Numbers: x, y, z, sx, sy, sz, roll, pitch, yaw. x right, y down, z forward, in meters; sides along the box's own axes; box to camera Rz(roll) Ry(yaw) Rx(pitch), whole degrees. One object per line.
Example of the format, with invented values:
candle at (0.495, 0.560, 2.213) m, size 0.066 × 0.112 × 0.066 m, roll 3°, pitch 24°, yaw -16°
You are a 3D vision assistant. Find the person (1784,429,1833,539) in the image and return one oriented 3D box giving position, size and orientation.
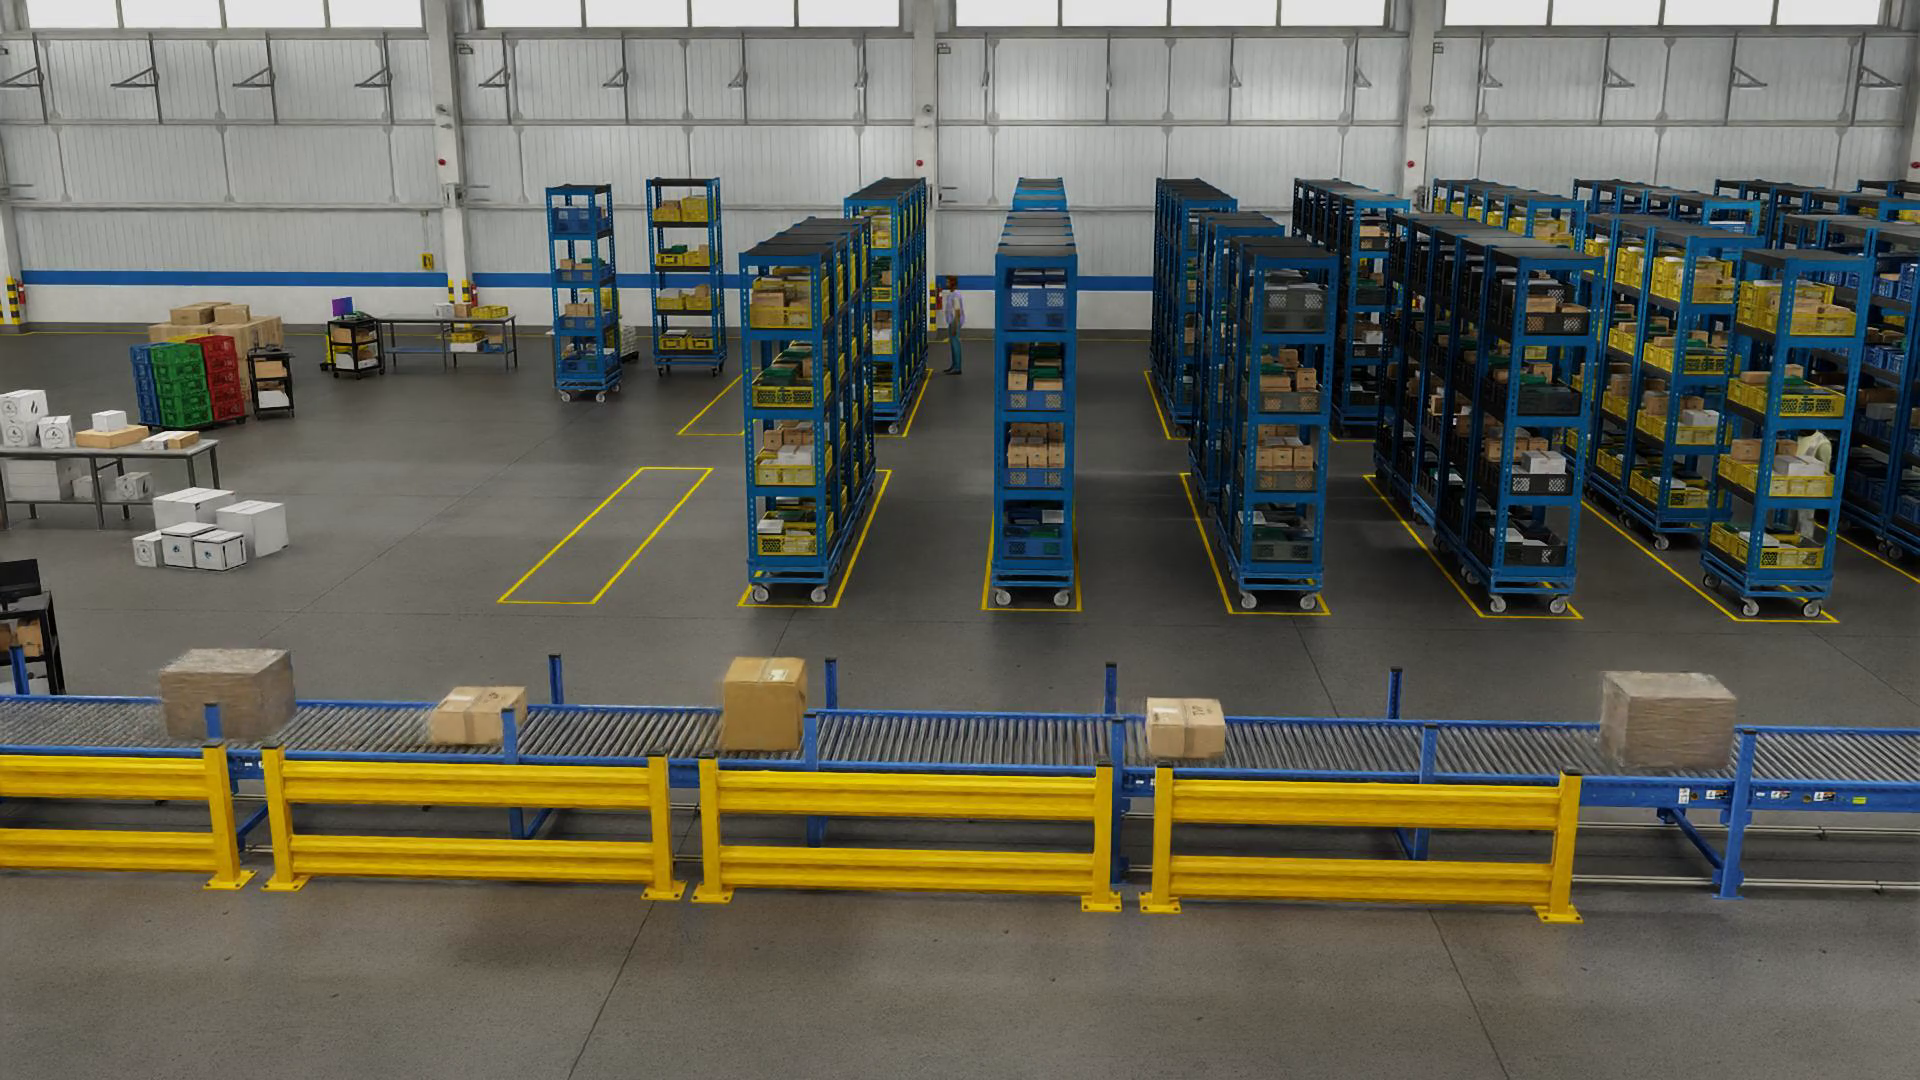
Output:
person at (9.217, -0.584, 18.244) m, size 0.404 × 1.828 × 0.591 m, roll -4°, pitch 16°, yaw -14°

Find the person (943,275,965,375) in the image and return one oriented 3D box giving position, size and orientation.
person at (-0.101, -3.994, 30.865) m, size 0.389 × 1.847 × 0.563 m, roll -2°, pitch 15°, yaw -7°
